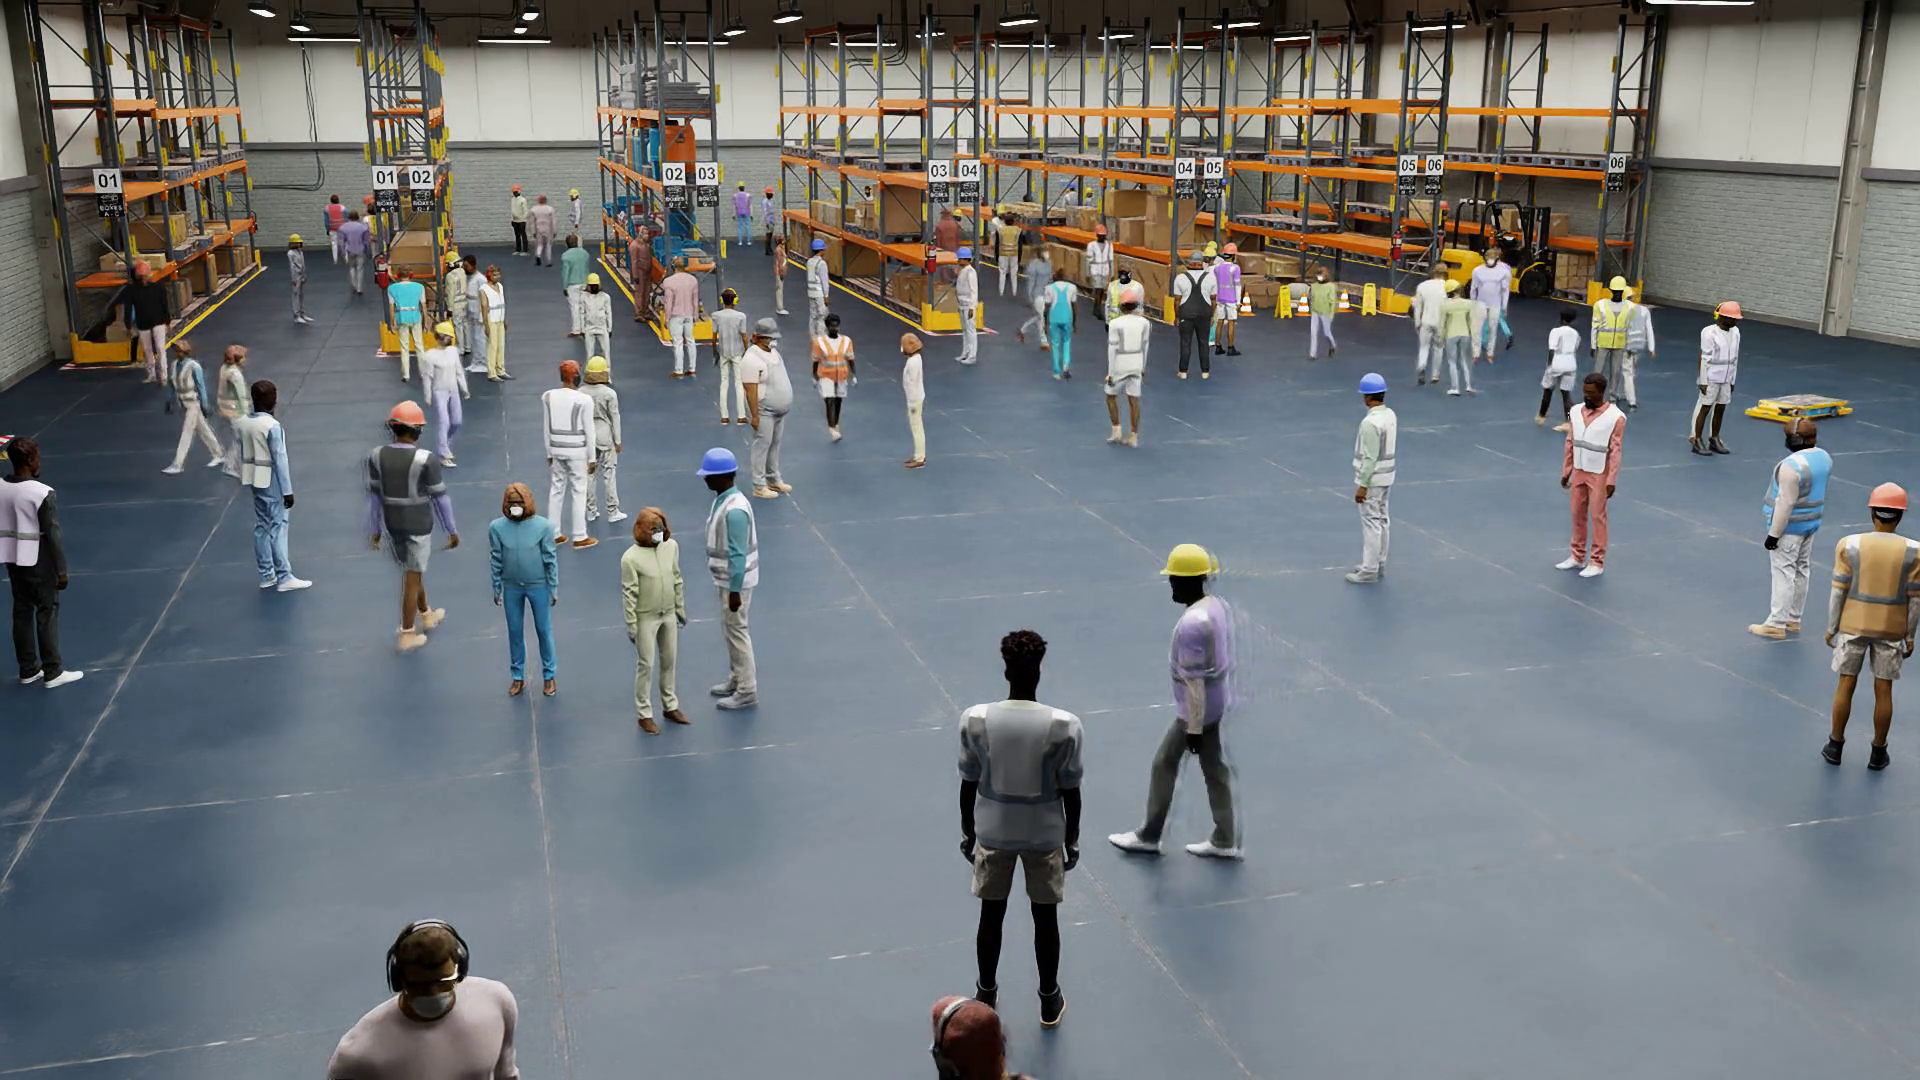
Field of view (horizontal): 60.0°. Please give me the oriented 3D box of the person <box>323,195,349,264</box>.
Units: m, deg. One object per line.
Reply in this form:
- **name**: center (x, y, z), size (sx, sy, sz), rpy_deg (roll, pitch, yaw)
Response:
- **person**: center (-16.767, -8.366, 44.802), size (0.625, 1.844, 0.429), rpy_deg (-4, 15, -16)

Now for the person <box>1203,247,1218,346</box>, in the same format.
- **person**: center (4.474, -4.375, 29.928), size (0.313, 1.768, 0.528), rpy_deg (1, 15, 5)

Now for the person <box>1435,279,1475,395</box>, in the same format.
- **person**: center (7.433, -3.046, 24.991), size (0.544, 1.725, 0.489), rpy_deg (-3, 15, -11)

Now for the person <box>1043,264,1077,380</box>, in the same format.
- **person**: center (1.574, -3.438, 26.263), size (0.537, 1.835, 0.401), rpy_deg (-2, 15, -7)

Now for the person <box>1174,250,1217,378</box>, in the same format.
- **person**: center (3.721, -3.591, 26.451), size (0.681, 2.000, 0.536), rpy_deg (1, 15, 3)

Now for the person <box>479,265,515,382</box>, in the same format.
- **person**: center (-7.322, -3.393, 26.116), size (0.406, 1.831, 0.574), rpy_deg (4, 15, 14)

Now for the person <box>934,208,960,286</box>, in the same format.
- **person**: center (-0.281, -6.832, 38.953), size (0.663, 1.883, 0.644), rpy_deg (-6, 16, -22)

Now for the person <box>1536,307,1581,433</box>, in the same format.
- **person**: center (8.039, -2.292, 22.317), size (0.569, 1.639, 0.743), rpy_deg (-4, 16, -16)

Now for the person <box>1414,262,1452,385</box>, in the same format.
- **person**: center (7.308, -3.314, 25.638), size (0.641, 1.926, 0.673), rpy_deg (8, 17, 27)

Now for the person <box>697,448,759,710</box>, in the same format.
- **person**: center (-1.677, 0.273, 12.115), size (0.423, 1.935, 0.620), rpy_deg (-5, 16, -17)

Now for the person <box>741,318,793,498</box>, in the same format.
- **person**: center (-2.130, -1.486, 18.530), size (0.535, 2.000, 0.687), rpy_deg (5, 16, 18)

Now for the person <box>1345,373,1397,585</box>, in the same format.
- **person**: center (3.772, -0.558, 15.230), size (0.410, 1.940, 0.605), rpy_deg (9, 17, 31)

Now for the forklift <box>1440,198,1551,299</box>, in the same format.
- **forklift**: center (11.913, -6.508, 37.130), size (2.313, 2.155, 1.214), rpy_deg (-4, 15, -15)

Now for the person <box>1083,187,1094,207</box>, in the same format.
- **person**: center (3.871, -9.814, 50.462), size (0.349, 1.733, 0.492), rpy_deg (-4, 15, -15)

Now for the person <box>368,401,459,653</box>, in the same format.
- **person**: center (-4.373, -0.140, 13.522), size (0.647, 2.007, 0.922), rpy_deg (5, 16, 17)

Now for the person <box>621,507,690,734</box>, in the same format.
- **person**: center (-2.136, 0.552, 11.660), size (0.288, 1.623, 0.507), rpy_deg (12, 19, 38)

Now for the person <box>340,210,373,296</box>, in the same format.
- **person**: center (-13.639, -6.508, 37.674), size (0.645, 1.907, 0.824), rpy_deg (-3, 15, -10)

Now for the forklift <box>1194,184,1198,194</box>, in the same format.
- **forklift**: center (7.392, -11.333, 53.972), size (1.873, 2.768, 1.129), rpy_deg (-4, 15, -15)

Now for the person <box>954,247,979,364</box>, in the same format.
- **person**: center (0.106, -3.923, 27.877), size (0.405, 1.946, 0.609), rpy_deg (-4, 16, -16)

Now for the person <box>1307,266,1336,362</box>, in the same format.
- **person**: center (6.158, -3.838, 28.196), size (0.507, 1.610, 0.694), rpy_deg (12, 19, 39)

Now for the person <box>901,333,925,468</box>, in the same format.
- **person**: center (-0.565, -1.685, 20.072), size (0.276, 1.629, 0.519), rpy_deg (1, 15, 4)

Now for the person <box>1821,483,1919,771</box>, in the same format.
- **person**: center (6.029, 0.572, 10.998), size (0.542, 1.930, 0.366), rpy_deg (8, 17, 26)

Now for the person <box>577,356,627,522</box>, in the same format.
- **person**: center (-3.789, -1.063, 17.508), size (0.492, 1.742, 0.320), rpy_deg (4, 15, 13)

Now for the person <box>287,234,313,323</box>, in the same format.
- **person**: center (-13.154, -5.209, 33.108), size (0.296, 1.744, 0.487), rpy_deg (1, 15, 4)

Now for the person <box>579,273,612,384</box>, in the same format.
- **person**: center (-5.650, -3.276, 25.853), size (0.486, 1.736, 0.320), rpy_deg (-3, 15, -11)

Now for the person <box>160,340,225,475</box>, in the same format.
- **person**: center (-9.196, -1.594, 19.811), size (0.533, 1.587, 0.905), rpy_deg (10, 18, 34)

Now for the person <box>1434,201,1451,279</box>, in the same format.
- **person**: center (11.158, -6.849, 38.706), size (0.392, 2.041, 0.615), rpy_deg (0, 15, 1)

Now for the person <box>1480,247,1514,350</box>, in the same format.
- **person**: center (9.476, -4.262, 29.389), size (0.578, 1.826, 0.769), rpy_deg (-6, 16, -23)

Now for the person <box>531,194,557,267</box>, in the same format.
- **person**: center (-10.976, -8.166, 43.939), size (0.640, 1.899, 0.462), rpy_deg (2, 15, 6)

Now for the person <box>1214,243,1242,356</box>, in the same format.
- **person**: center (4.639, -4.158, 28.782), size (0.543, 1.939, 0.355), rpy_deg (14, 20, 41)

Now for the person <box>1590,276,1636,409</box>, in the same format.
- **person**: center (9.249, -2.776, 23.600), size (0.585, 1.928, 0.379), rpy_deg (2, 15, 8)

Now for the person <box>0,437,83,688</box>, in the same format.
- **person**: center (-6.999, 0.177, 12.537), size (0.584, 1.911, 0.394), rpy_deg (5, 16, 17)

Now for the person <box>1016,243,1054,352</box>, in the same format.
- **person**: center (1.337, -4.298, 29.362), size (0.815, 1.915, 0.638), rpy_deg (9, 18, 32)

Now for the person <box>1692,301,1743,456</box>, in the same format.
- **person**: center (9.469, -2.009, 20.719), size (0.543, 1.929, 0.385), rpy_deg (-5, 16, -19)

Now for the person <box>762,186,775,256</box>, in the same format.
- **person**: center (-5.395, -9.048, 47.195), size (0.379, 1.933, 0.549), rpy_deg (3, 15, 13)

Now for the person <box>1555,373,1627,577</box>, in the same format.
- **person**: center (5.900, -0.620, 15.531), size (0.403, 1.910, 0.598), rpy_deg (-8, 17, -29)

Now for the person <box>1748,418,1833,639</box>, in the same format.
- **person**: center (6.842, -0.101, 13.709), size (0.623, 1.839, 0.429), rpy_deg (-11, 19, -36)

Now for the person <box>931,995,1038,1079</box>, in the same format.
- **person**: center (0.155, 2.239, 4.847), size (0.692, 1.871, 0.751), rpy_deg (-5, 16, -20)

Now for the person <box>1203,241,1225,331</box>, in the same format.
- **person**: center (4.770, -4.782, 31.519), size (0.484, 1.735, 0.311), rpy_deg (-7, 16, -25)
